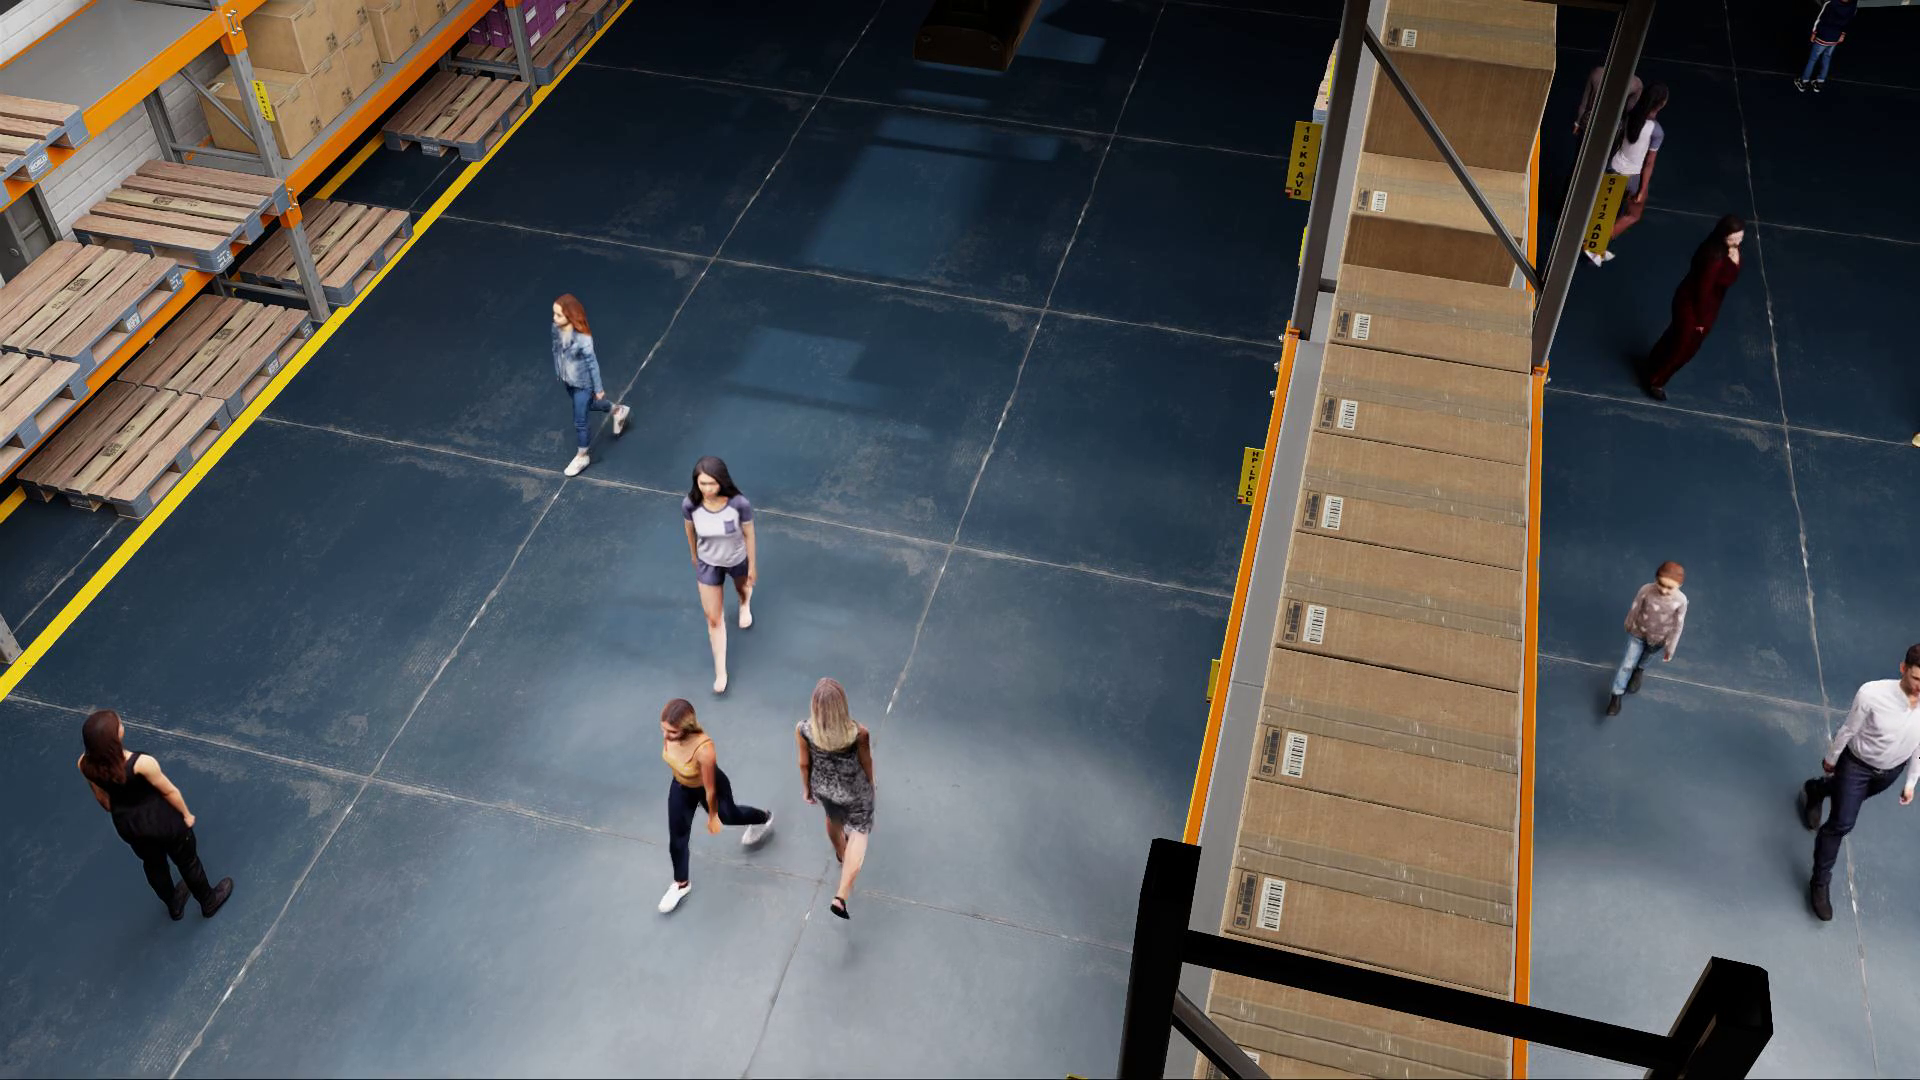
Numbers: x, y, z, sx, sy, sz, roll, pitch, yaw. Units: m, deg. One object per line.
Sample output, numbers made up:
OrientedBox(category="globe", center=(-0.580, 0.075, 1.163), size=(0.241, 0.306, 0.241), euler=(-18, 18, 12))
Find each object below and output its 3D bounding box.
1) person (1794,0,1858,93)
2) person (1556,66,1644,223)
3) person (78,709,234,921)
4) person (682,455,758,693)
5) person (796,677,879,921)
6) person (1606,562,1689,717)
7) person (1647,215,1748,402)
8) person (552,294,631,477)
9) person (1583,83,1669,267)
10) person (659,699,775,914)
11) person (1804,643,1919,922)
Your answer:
OrientedBox(category="person", center=(8.614, -5.035, 16.483), size=(0.562, 1.222, 0.561), euler=(-2, 44, -2))
OrientedBox(category="person", center=(5.579, -3.560, 14.540), size=(0.685, 1.766, 0.629), euler=(19, 47, 19))
OrientedBox(category="person", center=(-4.509, 1.542, 9.241), size=(0.646, 1.688, 0.621), euler=(0, 44, 0))
OrientedBox(category="person", center=(-1.507, 0.075, 10.803), size=(0.845, 1.657, 1.174), euler=(-3, 44, -3))
OrientedBox(category="person", center=(-0.690, 1.472, 9.319), size=(0.601, 1.682, 0.956), euler=(7, 44, 7))
OrientedBox(category="person", center=(4.438, 0.564, 10.647), size=(0.569, 1.164, 0.830), euler=(18, 47, 18))
OrientedBox(category="person", center=(5.599, -1.833, 12.762), size=(0.942, 1.718, 0.673), euler=(10, 45, 10))
OrientedBox(category="person", center=(-2.757, -1.215, 12.304), size=(0.822, 1.454, 1.041), euler=(29, 51, 27))
OrientedBox(category="person", center=(5.562, -3.033, 14.023), size=(0.868, 1.717, 0.799), euler=(-16, 46, -16))
OrientedBox(category="person", center=(-1.411, 1.390, 9.473), size=(0.871, 1.588, 1.181), euler=(30, 51, 27))
OrientedBox(category="person", center=(5.185, 1.195, 9.485), size=(0.758, 1.854, 1.254), euler=(4, 44, 4))
